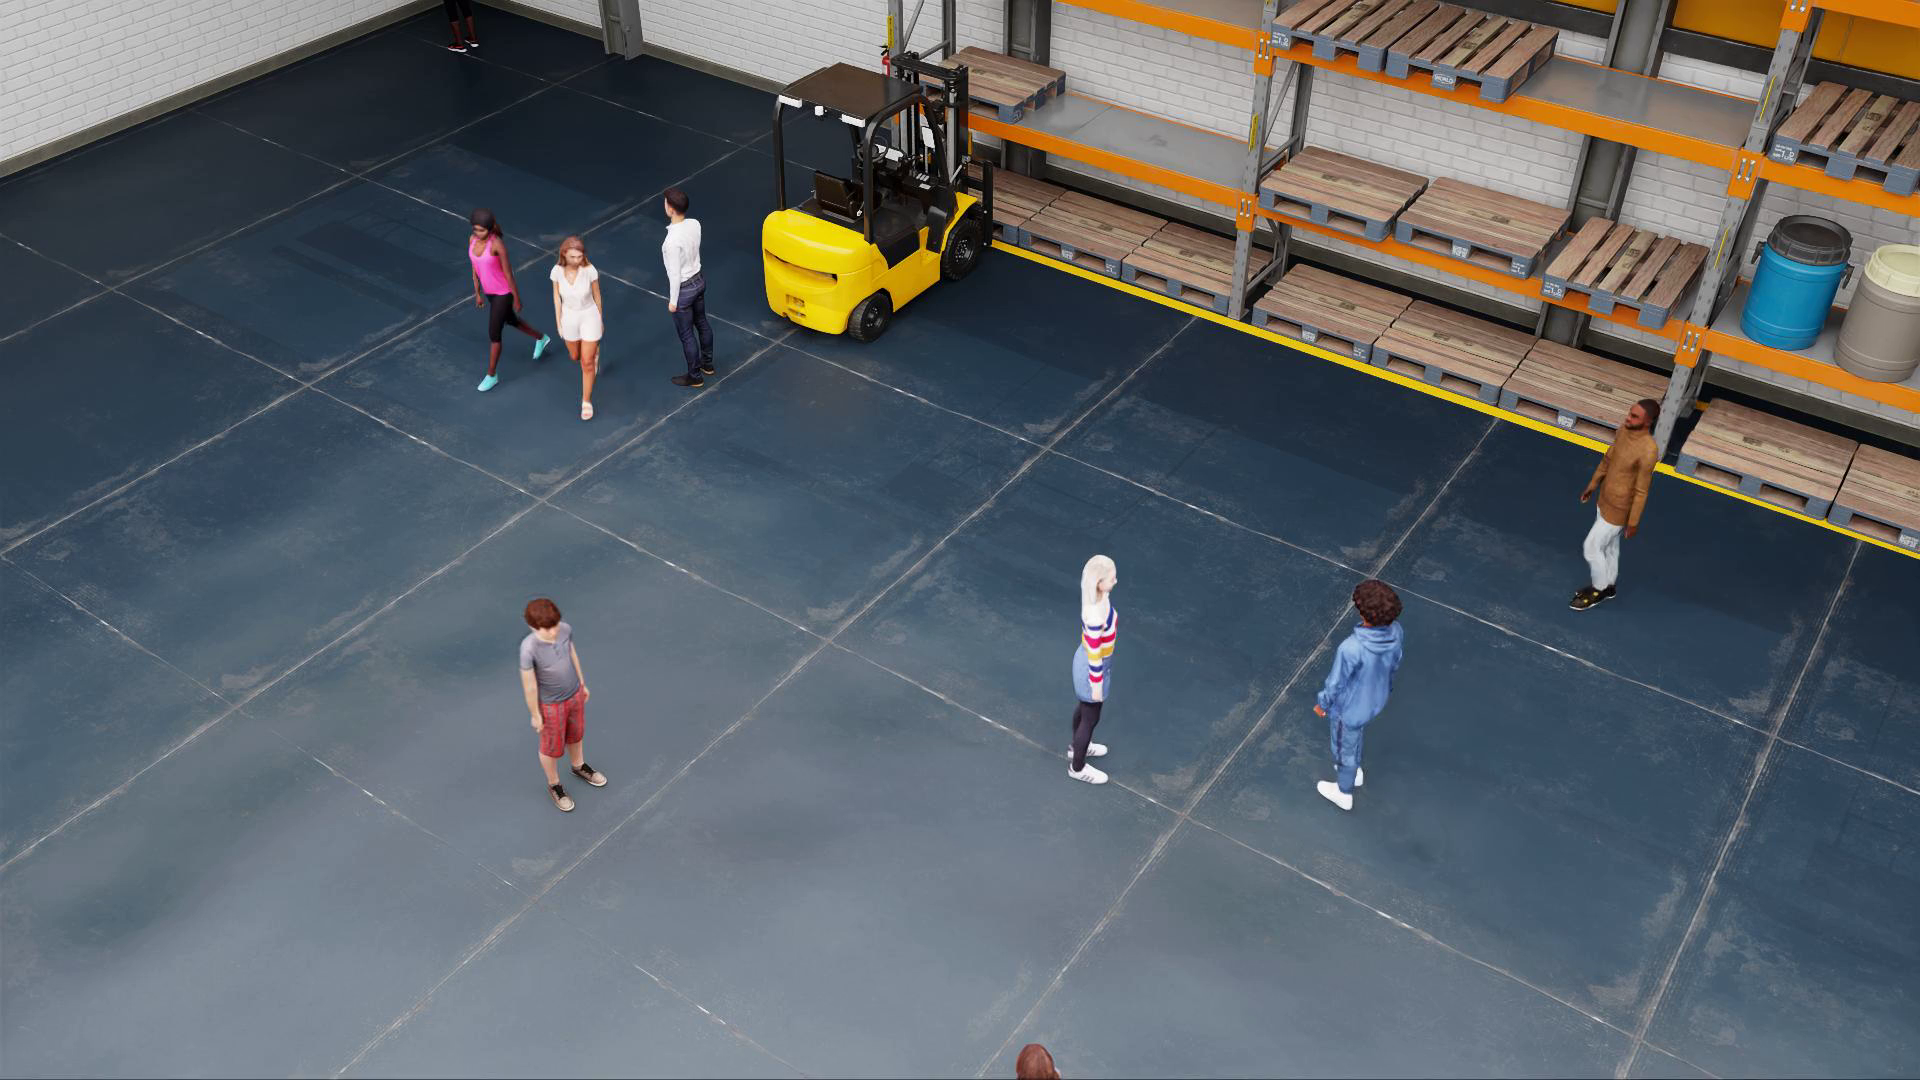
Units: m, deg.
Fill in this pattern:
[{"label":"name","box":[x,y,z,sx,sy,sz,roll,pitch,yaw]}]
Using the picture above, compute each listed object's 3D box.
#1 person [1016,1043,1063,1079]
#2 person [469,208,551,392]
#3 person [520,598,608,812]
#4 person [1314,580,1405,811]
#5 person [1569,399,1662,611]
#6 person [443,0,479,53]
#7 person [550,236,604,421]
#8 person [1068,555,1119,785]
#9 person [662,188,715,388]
[{"label":"person","box":[0.380,2.983,8.643,0.537,1.106,0.554,-18,42,-21]},{"label":"person","box":[-4.006,-2.211,14.690,1.046,1.676,0.633,24,44,27]},{"label":"person","box":[-2.587,1.007,10.683,0.525,1.648,0.608,27,46,30]},{"label":"person","box":[2.573,1.040,10.523,0.766,1.796,0.745,-25,45,-28]},{"label":"person","box":[4.891,-0.272,12.161,0.822,1.802,0.771,-2,39,-3]},{"label":"person","box":[-6.288,-6.936,20.540,0.537,1.758,0.604,26,46,29]},{"label":"person","box":[-3.238,-1.903,14.312,1.006,1.666,0.974,1,39,1]},{"label":"person","box":[0.856,0.817,10.792,0.699,1.808,0.718,3,39,3]},{"label":"person","box":[-2.379,-2.204,14.527,0.638,1.868,0.658,16,41,19]}]
